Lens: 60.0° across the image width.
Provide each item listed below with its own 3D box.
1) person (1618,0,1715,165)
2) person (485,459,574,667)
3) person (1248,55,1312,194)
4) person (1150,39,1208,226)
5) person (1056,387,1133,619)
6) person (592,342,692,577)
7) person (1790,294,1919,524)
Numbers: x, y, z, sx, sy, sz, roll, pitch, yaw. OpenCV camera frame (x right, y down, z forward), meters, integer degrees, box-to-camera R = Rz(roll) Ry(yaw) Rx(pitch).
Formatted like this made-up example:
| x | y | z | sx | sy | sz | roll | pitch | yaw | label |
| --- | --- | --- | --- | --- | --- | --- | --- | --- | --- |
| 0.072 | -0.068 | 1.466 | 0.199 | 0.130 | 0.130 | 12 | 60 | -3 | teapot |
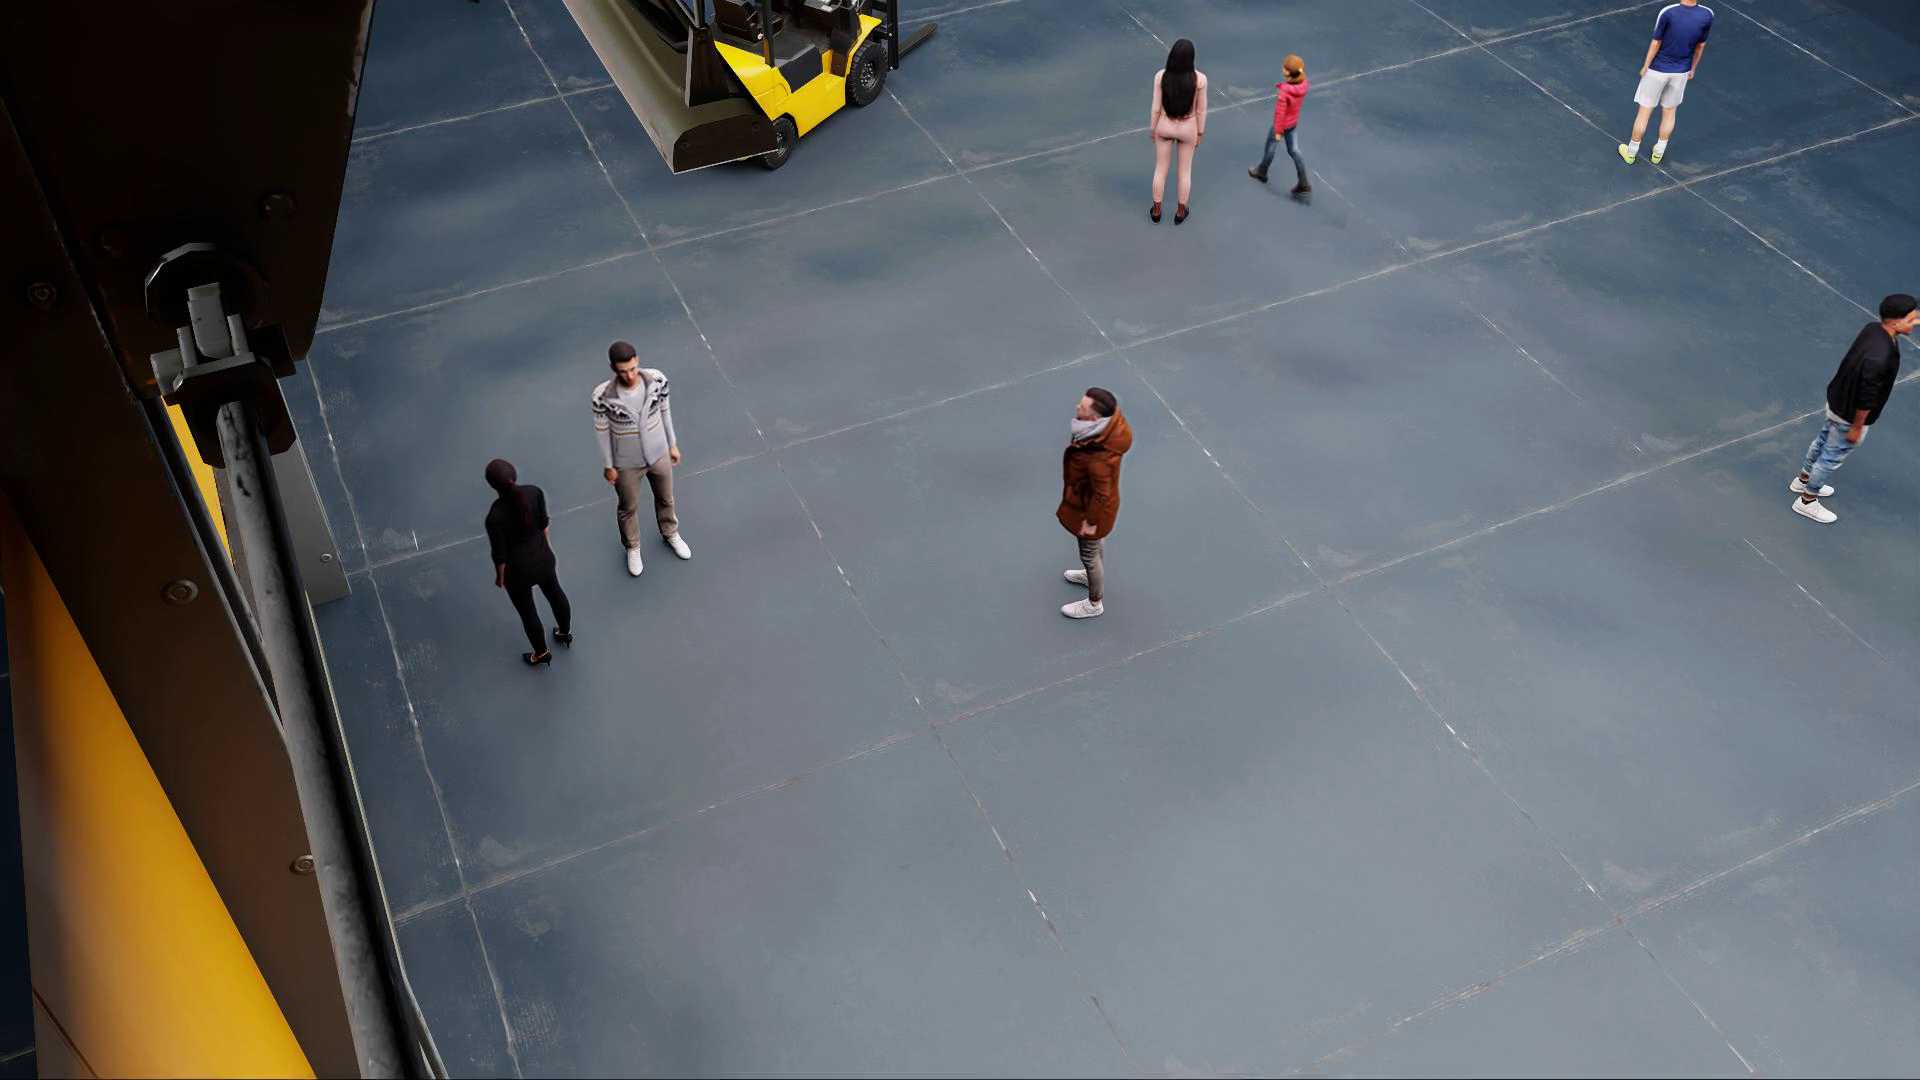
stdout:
| x | y | z | sx | sy | sz | roll | pitch | yaw | label |
| --- | --- | --- | --- | --- | --- | --- | --- | --- | --- |
| 6.428 | -4.275 | 15.075 | 0.721 | 1.838 | 0.719 | 2 | 44 | 2 | person |
| -2.753 | 0.151 | 10.558 | 0.694 | 1.660 | 0.687 | 27 | 50 | 26 | person |
| 2.970 | -3.681 | 14.849 | 0.664 | 1.289 | 0.966 | -29 | 51 | -27 | person |
| 1.867 | -3.520 | 14.367 | 0.700 | 1.721 | 0.726 | 8 | 44 | 8 | person |
| 0.872 | -0.252 | 10.853 | 0.901 | 1.837 | 0.816 | 5 | 44 | 6 | person |
| -2.153 | -0.594 | 11.195 | 0.695 | 1.860 | 0.558 | -21 | 47 | -20 | person |
| 6.226 | -0.953 | 11.604 | 0.835 | 1.815 | 0.775 | 14 | 45 | 15 | person |
